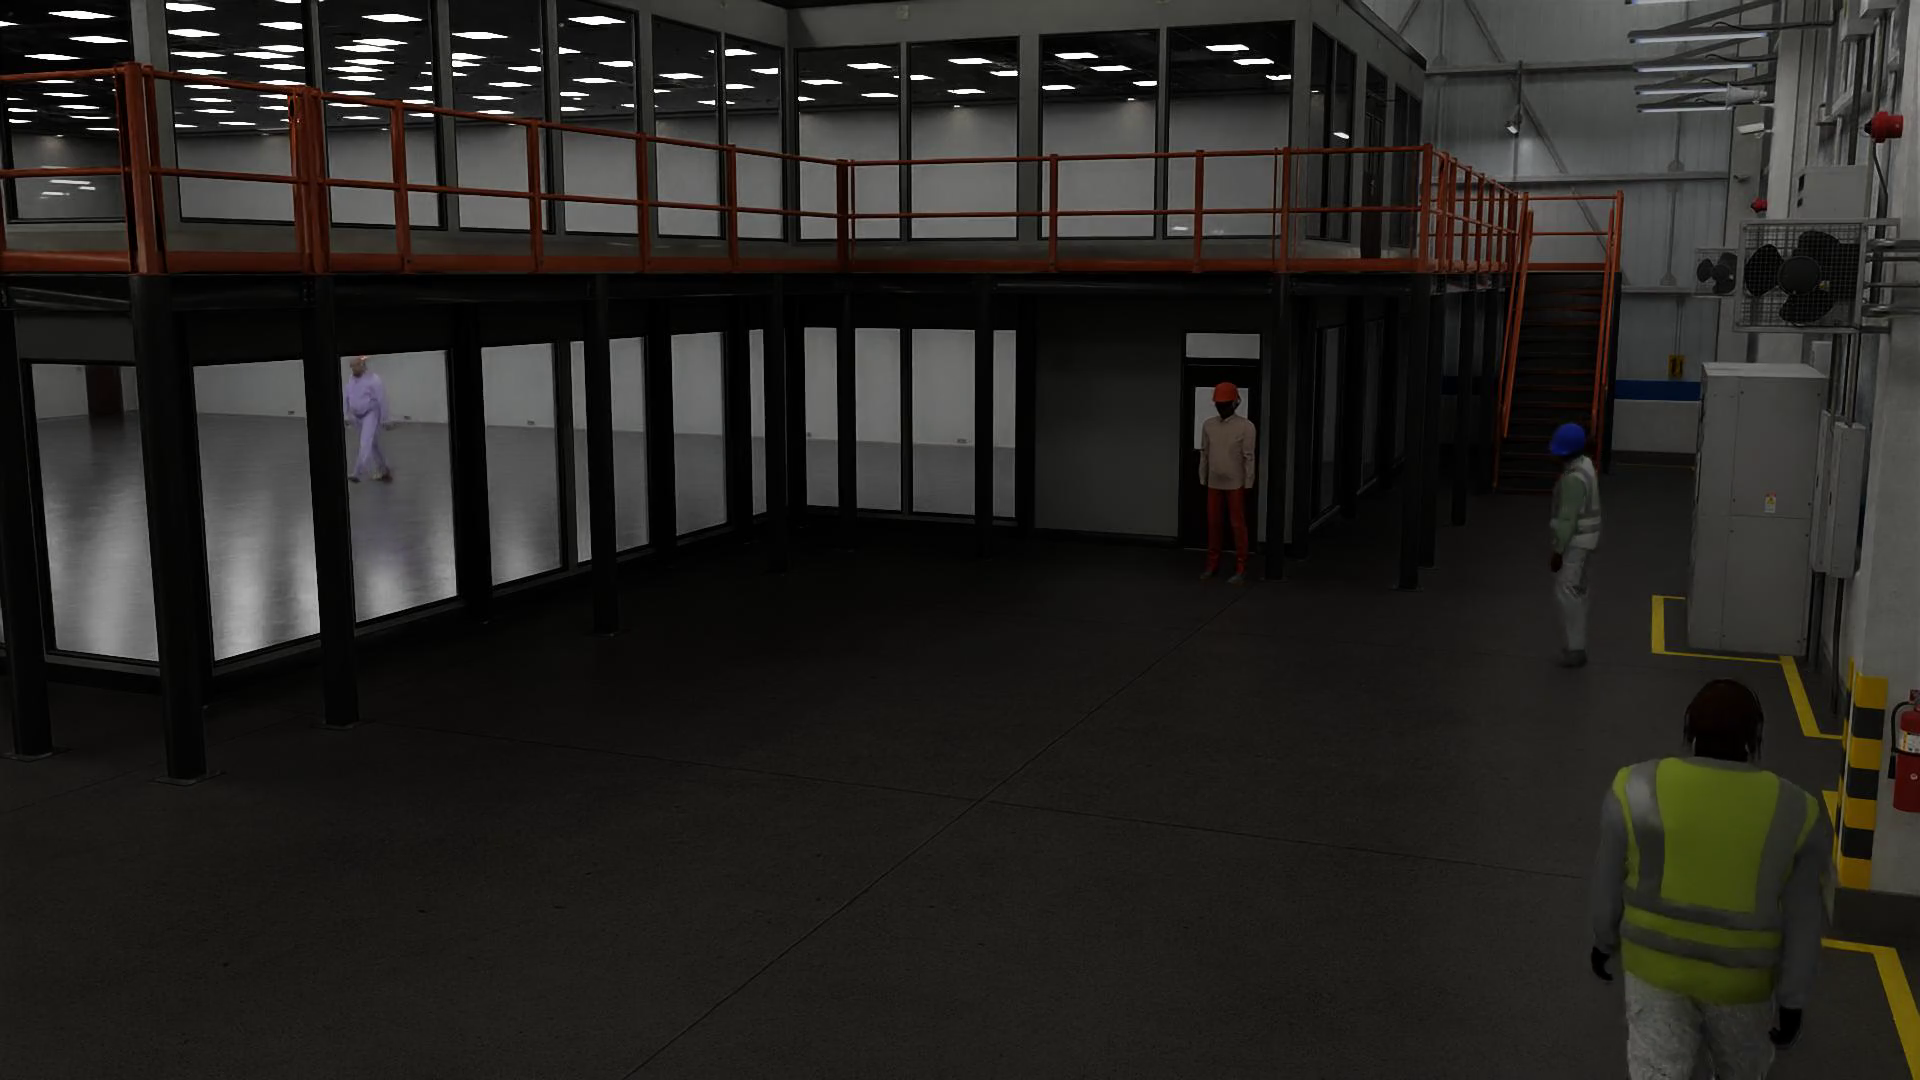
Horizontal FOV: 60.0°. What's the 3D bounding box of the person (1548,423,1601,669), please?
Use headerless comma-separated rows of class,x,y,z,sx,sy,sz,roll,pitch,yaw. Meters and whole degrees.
person,4.784,0.025,12.973,0.392,1.897,0.711,5,10,28

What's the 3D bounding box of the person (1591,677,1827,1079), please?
person,2.303,1.318,5.195,0.645,1.821,0.609,4,10,23

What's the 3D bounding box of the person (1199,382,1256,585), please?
person,2.593,-0.553,16.249,0.615,1.984,0.409,8,12,41
